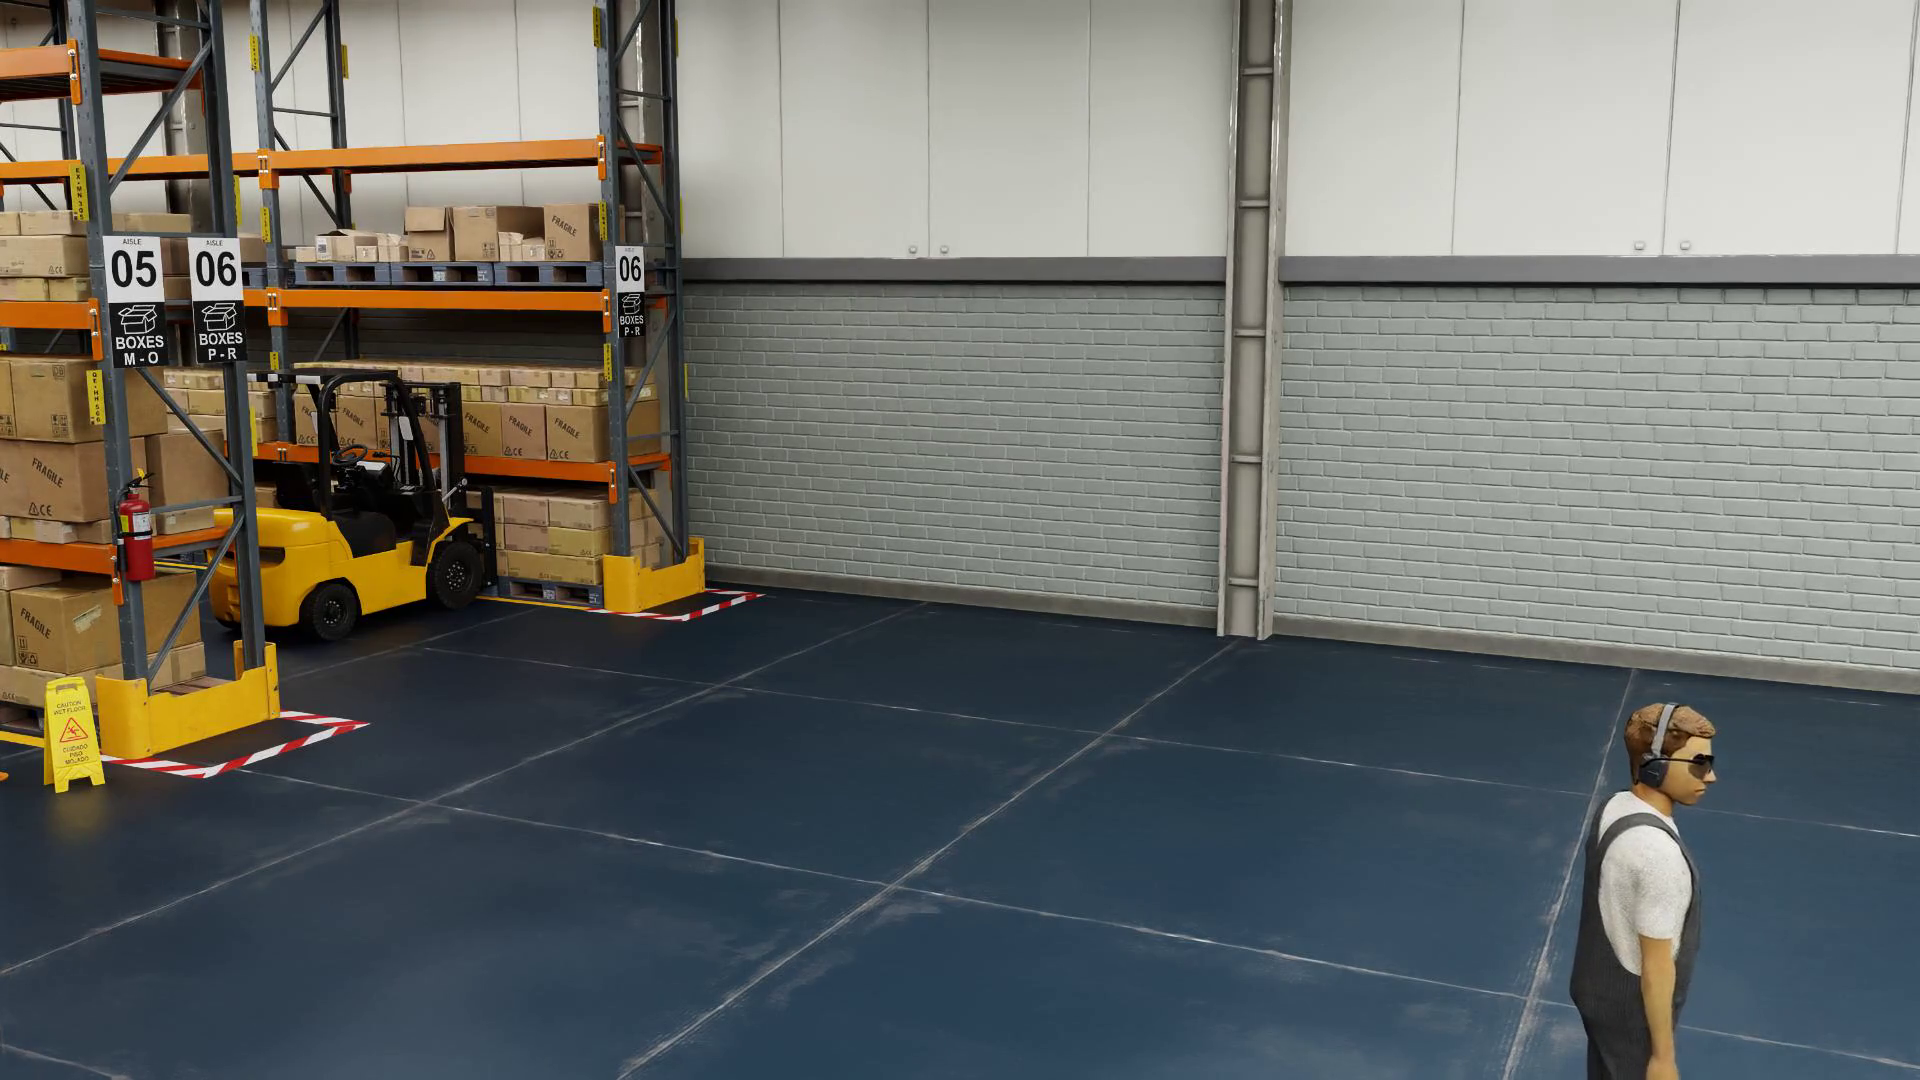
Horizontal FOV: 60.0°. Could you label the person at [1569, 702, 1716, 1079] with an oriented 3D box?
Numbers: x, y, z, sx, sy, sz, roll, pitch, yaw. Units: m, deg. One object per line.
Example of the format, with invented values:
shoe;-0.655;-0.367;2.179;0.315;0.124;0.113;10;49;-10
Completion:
person;1.916;1.357;4.710;0.351;1.843;0.506;1;9;6
